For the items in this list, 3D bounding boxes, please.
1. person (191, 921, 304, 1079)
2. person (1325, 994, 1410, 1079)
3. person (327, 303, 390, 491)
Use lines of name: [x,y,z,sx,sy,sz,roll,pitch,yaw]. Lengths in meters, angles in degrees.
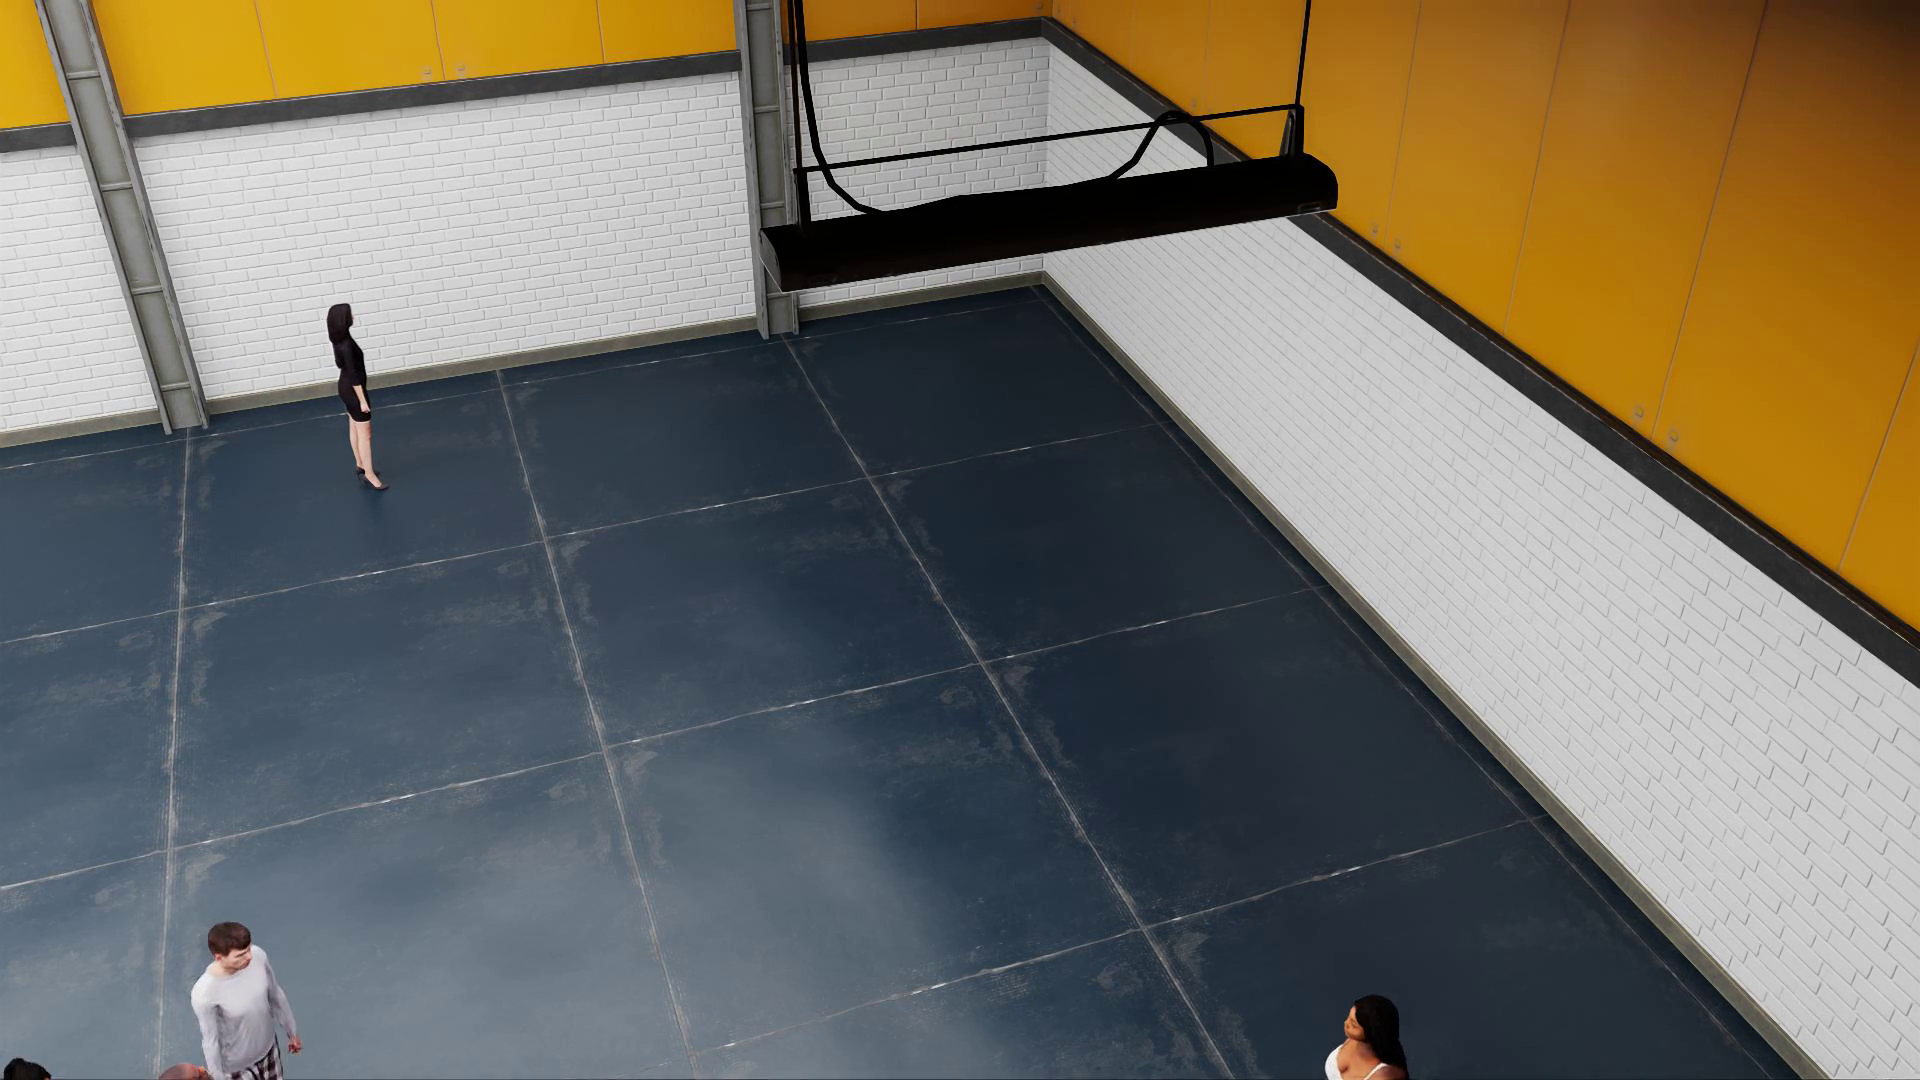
person: [-3.891,2.718,8.932,0.888,1.828,0.830,15,36,21]
person: [2.161,3.000,8.548,1.007,1.784,0.827,-1,34,-2]
person: [-5.458,-1.298,14.998,0.564,1.802,0.641,-19,38,-26]
